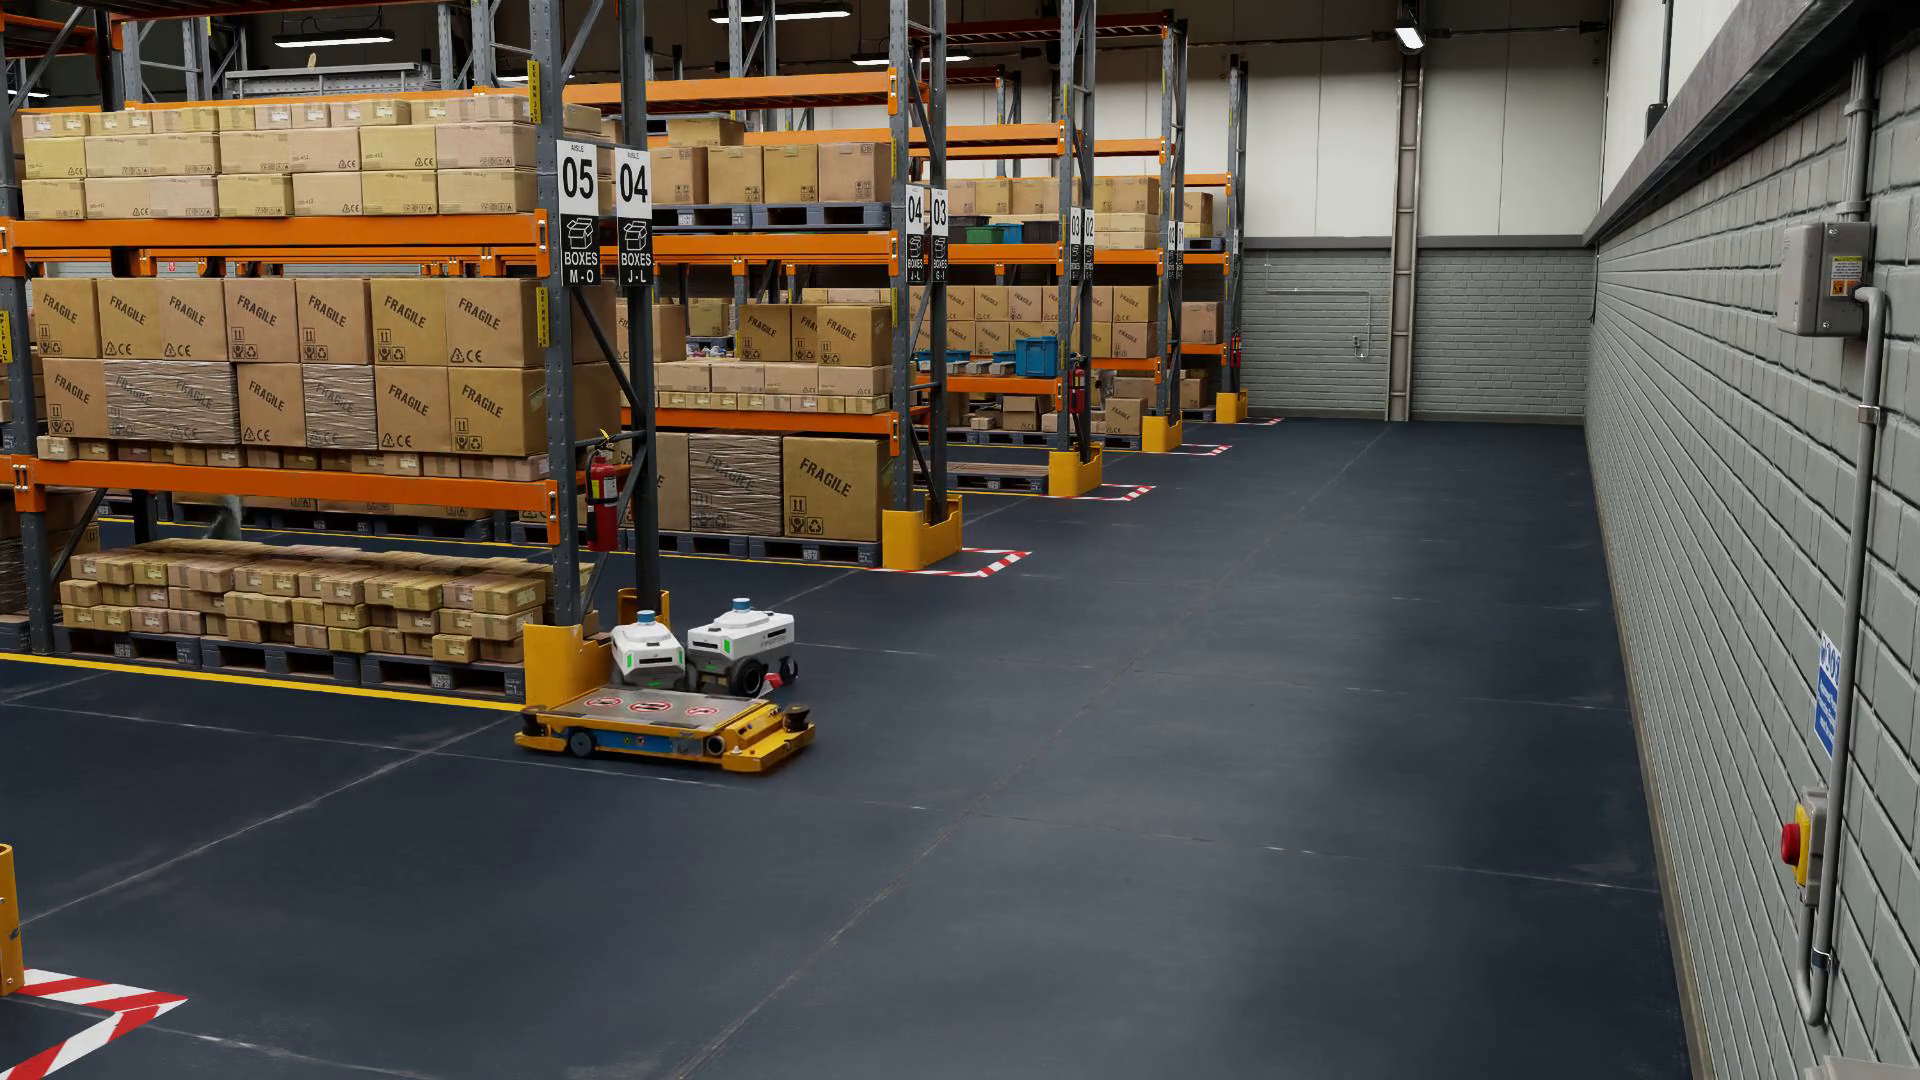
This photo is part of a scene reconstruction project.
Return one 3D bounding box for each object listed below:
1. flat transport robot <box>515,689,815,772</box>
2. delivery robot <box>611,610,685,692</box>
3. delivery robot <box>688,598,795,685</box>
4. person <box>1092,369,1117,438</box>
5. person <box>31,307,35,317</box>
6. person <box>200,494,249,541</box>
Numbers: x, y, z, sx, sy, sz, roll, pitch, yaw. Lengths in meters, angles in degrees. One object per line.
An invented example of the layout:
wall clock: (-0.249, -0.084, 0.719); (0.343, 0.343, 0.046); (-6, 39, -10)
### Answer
flat transport robot: (-1.548, 0.974, 8.750); (1.431, 0.197, 0.652); (3, 10, 19)
delivery robot: (-1.806, 0.649, 9.602); (0.477, 0.478, 0.707); (-3, 10, -18)
delivery robot: (-1.303, 0.591, 9.961); (0.477, 0.478, 0.707); (5, 11, 30)
person: (2.199, -2.487, 25.336); (0.355, 1.883, 0.574); (3, 10, 20)
person: (-17.710, -3.570, 32.099); (0.354, 1.881, 0.576); (1, 9, 8)
person: (-6.176, -0.579, 13.924); (0.758, 1.719, 0.488); (5, 10, 26)
